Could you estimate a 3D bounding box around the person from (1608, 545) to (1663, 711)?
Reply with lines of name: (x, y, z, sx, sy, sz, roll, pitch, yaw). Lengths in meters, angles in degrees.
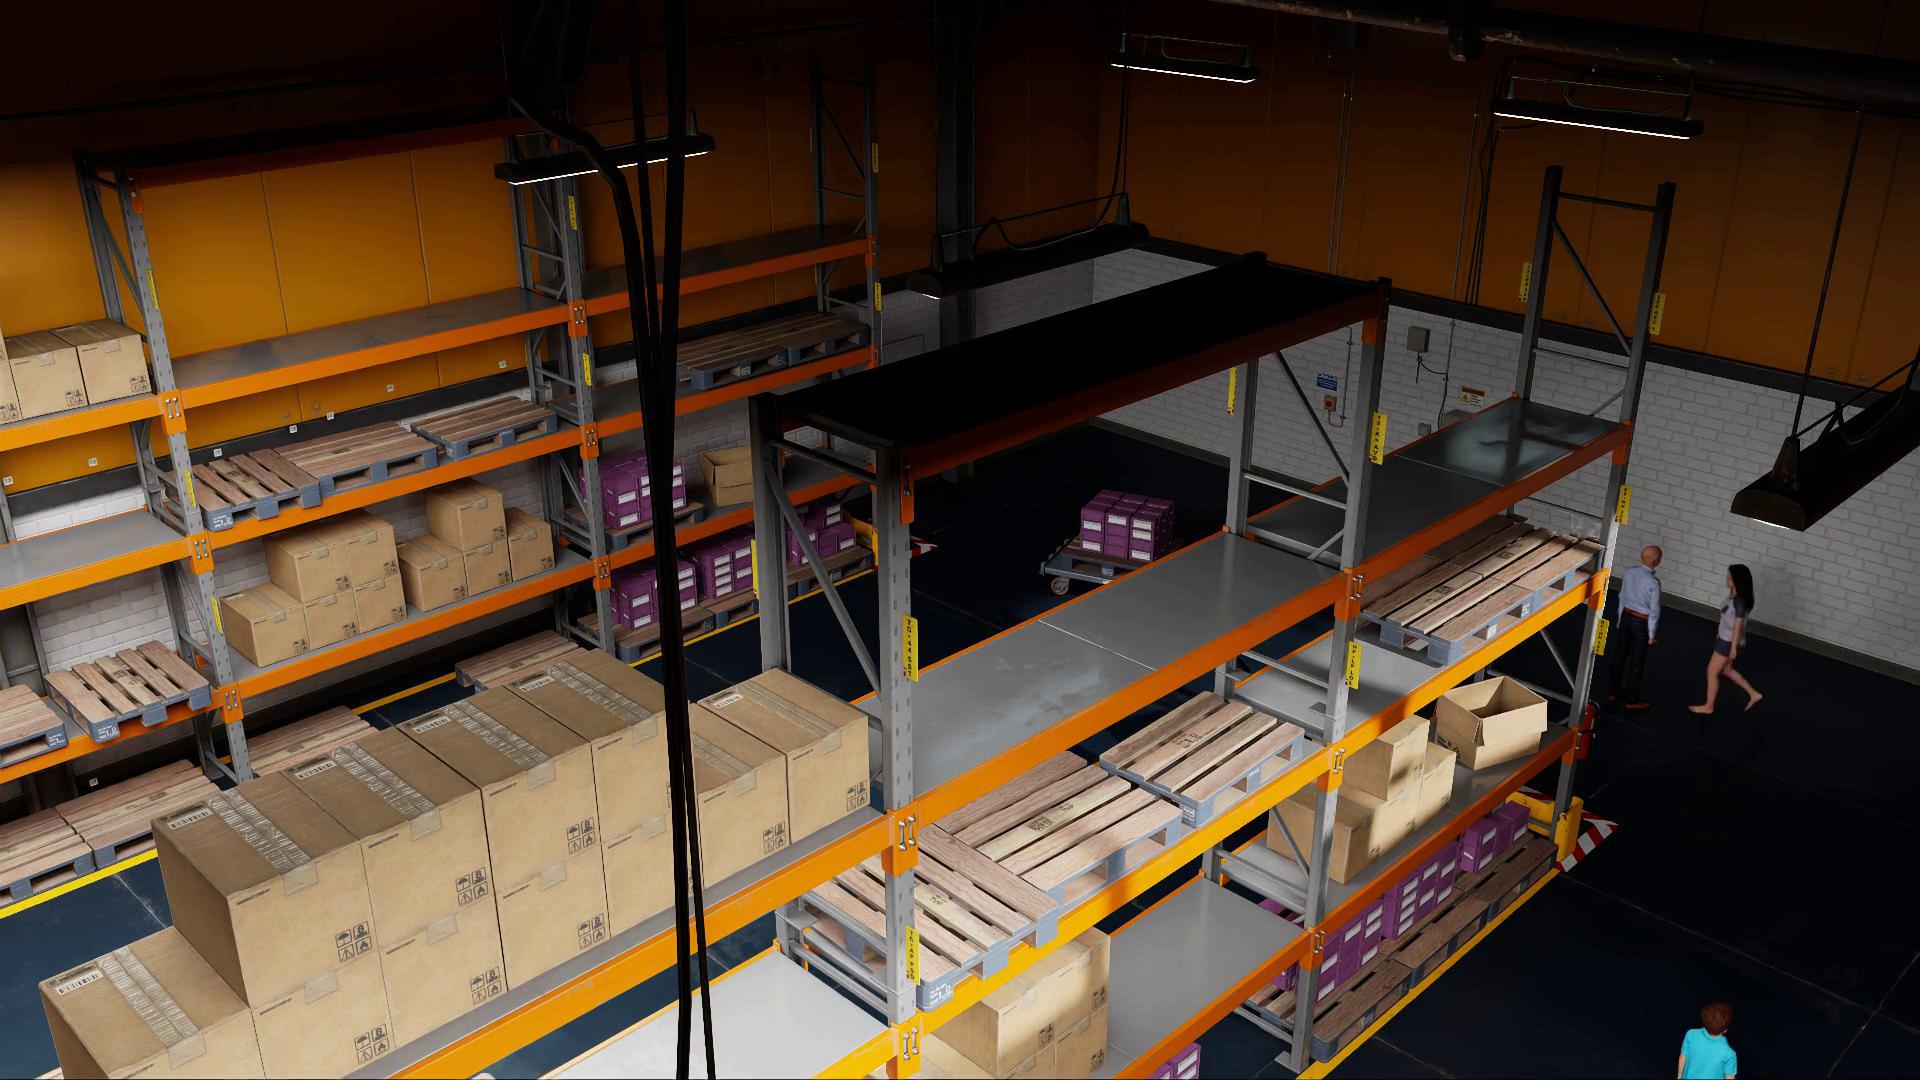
person: (6.965, 0.882, 17.119, 0.678, 1.791, 0.707, -12, 26, -25)

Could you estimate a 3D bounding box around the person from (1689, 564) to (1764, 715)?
person: (7.900, 1.035, 16.902, 0.914, 1.684, 0.955, 8, 25, 17)

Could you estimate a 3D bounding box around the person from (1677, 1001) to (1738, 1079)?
person: (4.963, 3.687, 11.128, 0.486, 1.449, 0.525, -20, 30, -38)
